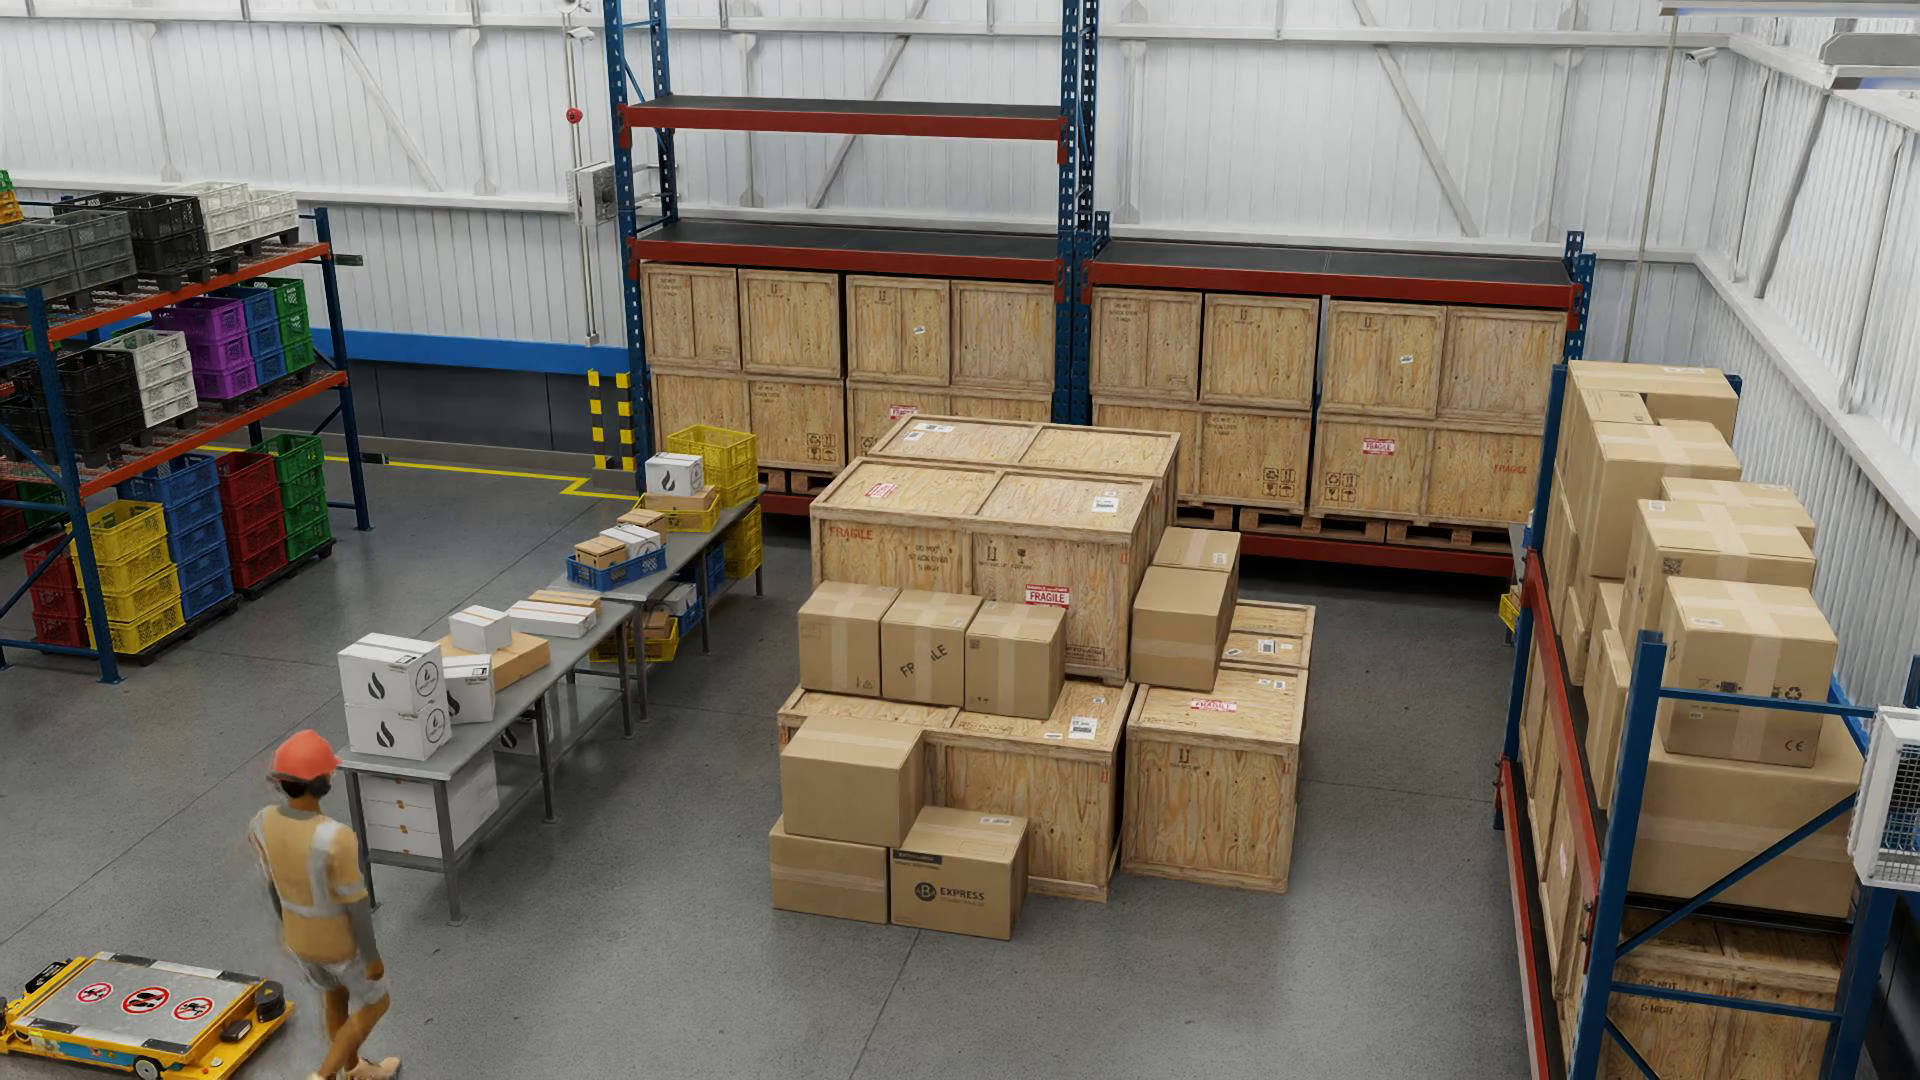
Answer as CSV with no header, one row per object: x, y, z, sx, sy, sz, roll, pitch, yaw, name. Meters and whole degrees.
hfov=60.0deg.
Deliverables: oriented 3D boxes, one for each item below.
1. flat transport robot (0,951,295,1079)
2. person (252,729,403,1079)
-4.270,2.464,8.601,1.431,0.231,0.659,5,22,13,flat transport robot
-2.975,1.843,7.757,0.631,2.028,0.627,11,24,27,person
